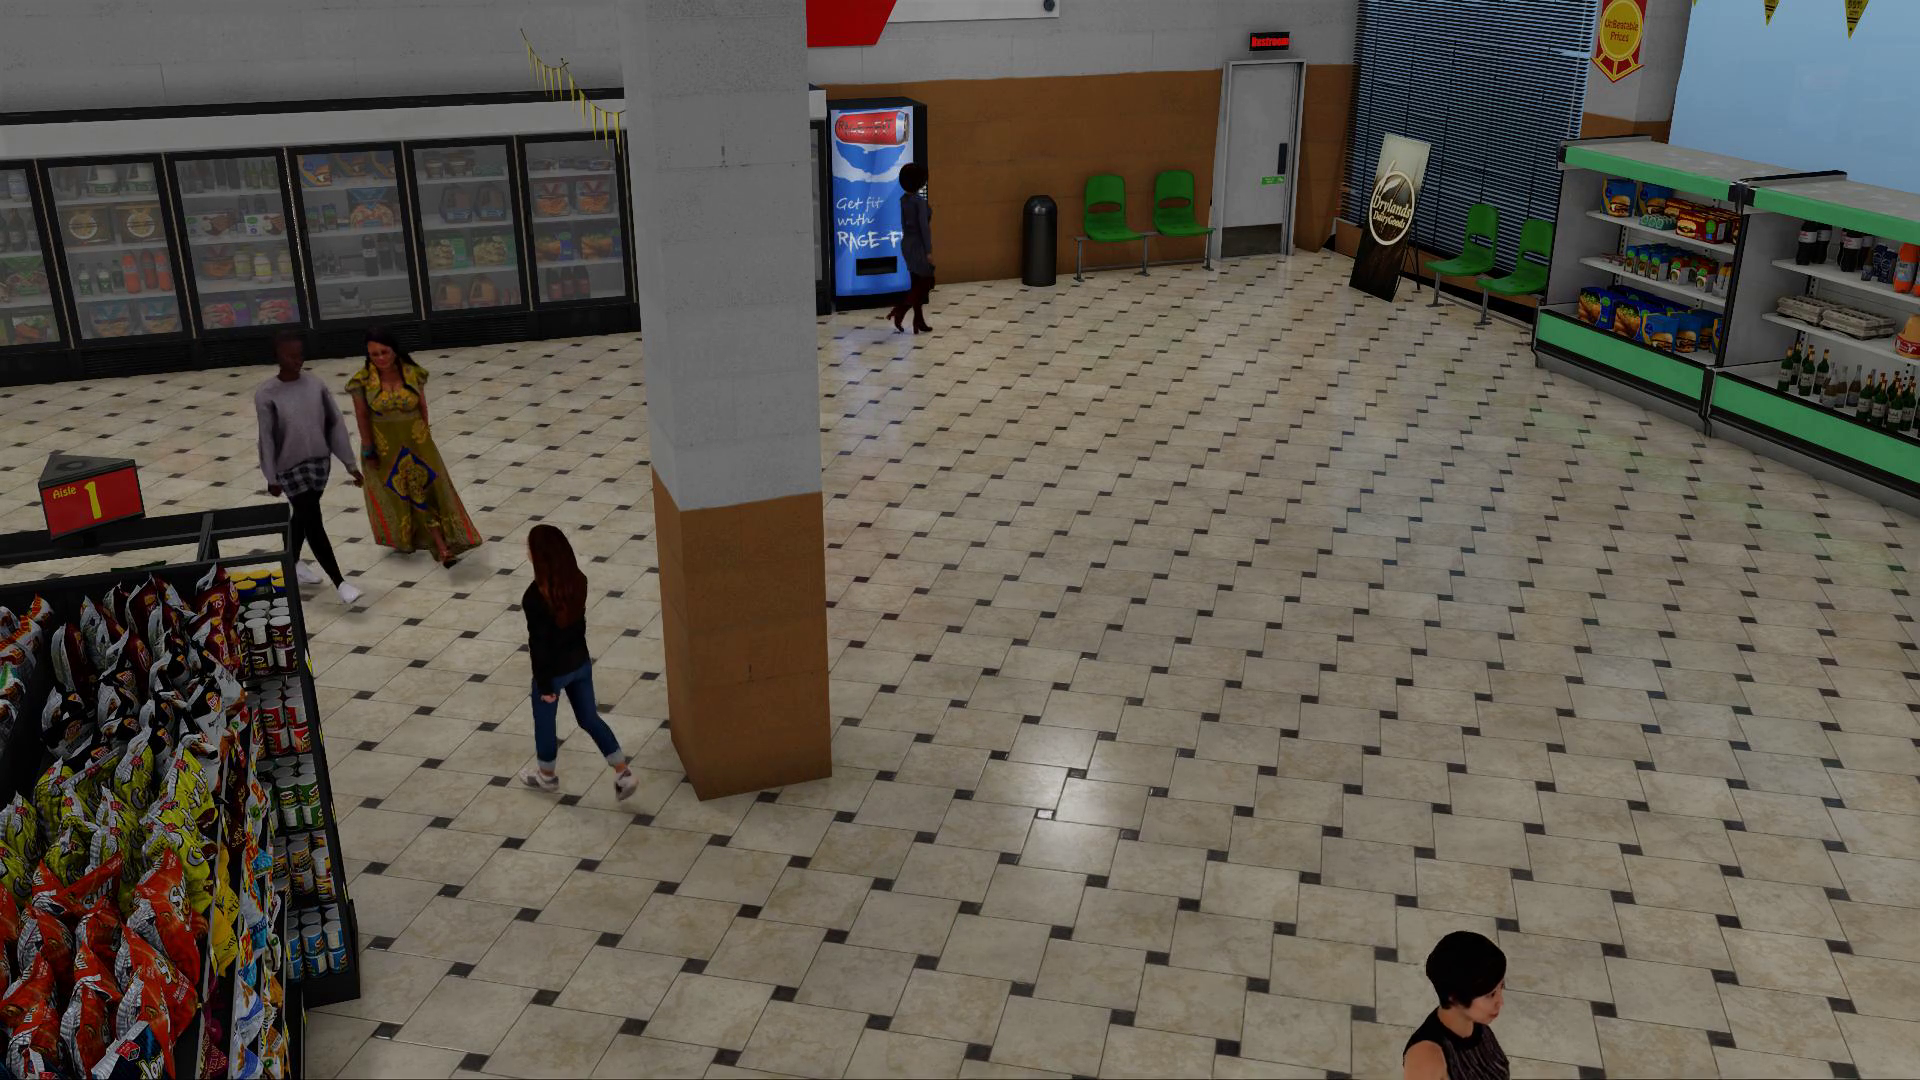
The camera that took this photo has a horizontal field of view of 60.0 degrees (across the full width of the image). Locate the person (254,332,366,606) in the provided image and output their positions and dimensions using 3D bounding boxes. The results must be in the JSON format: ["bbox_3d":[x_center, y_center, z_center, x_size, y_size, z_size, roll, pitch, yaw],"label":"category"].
[{"bbox_3d":[-4.165,-0.450,10.400,1.249,1.723,1.041,15,26,33],"label":"person"}]

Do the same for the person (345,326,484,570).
[{"bbox_3d":[-3.733,-0.617,10.963,0.980,1.614,1.256,-15,26,-32],"label":"person"}]

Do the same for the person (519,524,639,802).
[{"bbox_3d":[-1.874,0.626,8.077,1.020,1.458,0.886,15,26,32],"label":"person"}]

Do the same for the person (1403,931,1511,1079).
[{"bbox_3d":[1.337,1.824,4.916,0.864,1.592,0.784,14,26,31],"label":"person"}]

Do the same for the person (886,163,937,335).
[{"bbox_3d":[-0.472,-2.826,16.344,0.783,1.700,0.809,-13,25,-29],"label":"person"}]
